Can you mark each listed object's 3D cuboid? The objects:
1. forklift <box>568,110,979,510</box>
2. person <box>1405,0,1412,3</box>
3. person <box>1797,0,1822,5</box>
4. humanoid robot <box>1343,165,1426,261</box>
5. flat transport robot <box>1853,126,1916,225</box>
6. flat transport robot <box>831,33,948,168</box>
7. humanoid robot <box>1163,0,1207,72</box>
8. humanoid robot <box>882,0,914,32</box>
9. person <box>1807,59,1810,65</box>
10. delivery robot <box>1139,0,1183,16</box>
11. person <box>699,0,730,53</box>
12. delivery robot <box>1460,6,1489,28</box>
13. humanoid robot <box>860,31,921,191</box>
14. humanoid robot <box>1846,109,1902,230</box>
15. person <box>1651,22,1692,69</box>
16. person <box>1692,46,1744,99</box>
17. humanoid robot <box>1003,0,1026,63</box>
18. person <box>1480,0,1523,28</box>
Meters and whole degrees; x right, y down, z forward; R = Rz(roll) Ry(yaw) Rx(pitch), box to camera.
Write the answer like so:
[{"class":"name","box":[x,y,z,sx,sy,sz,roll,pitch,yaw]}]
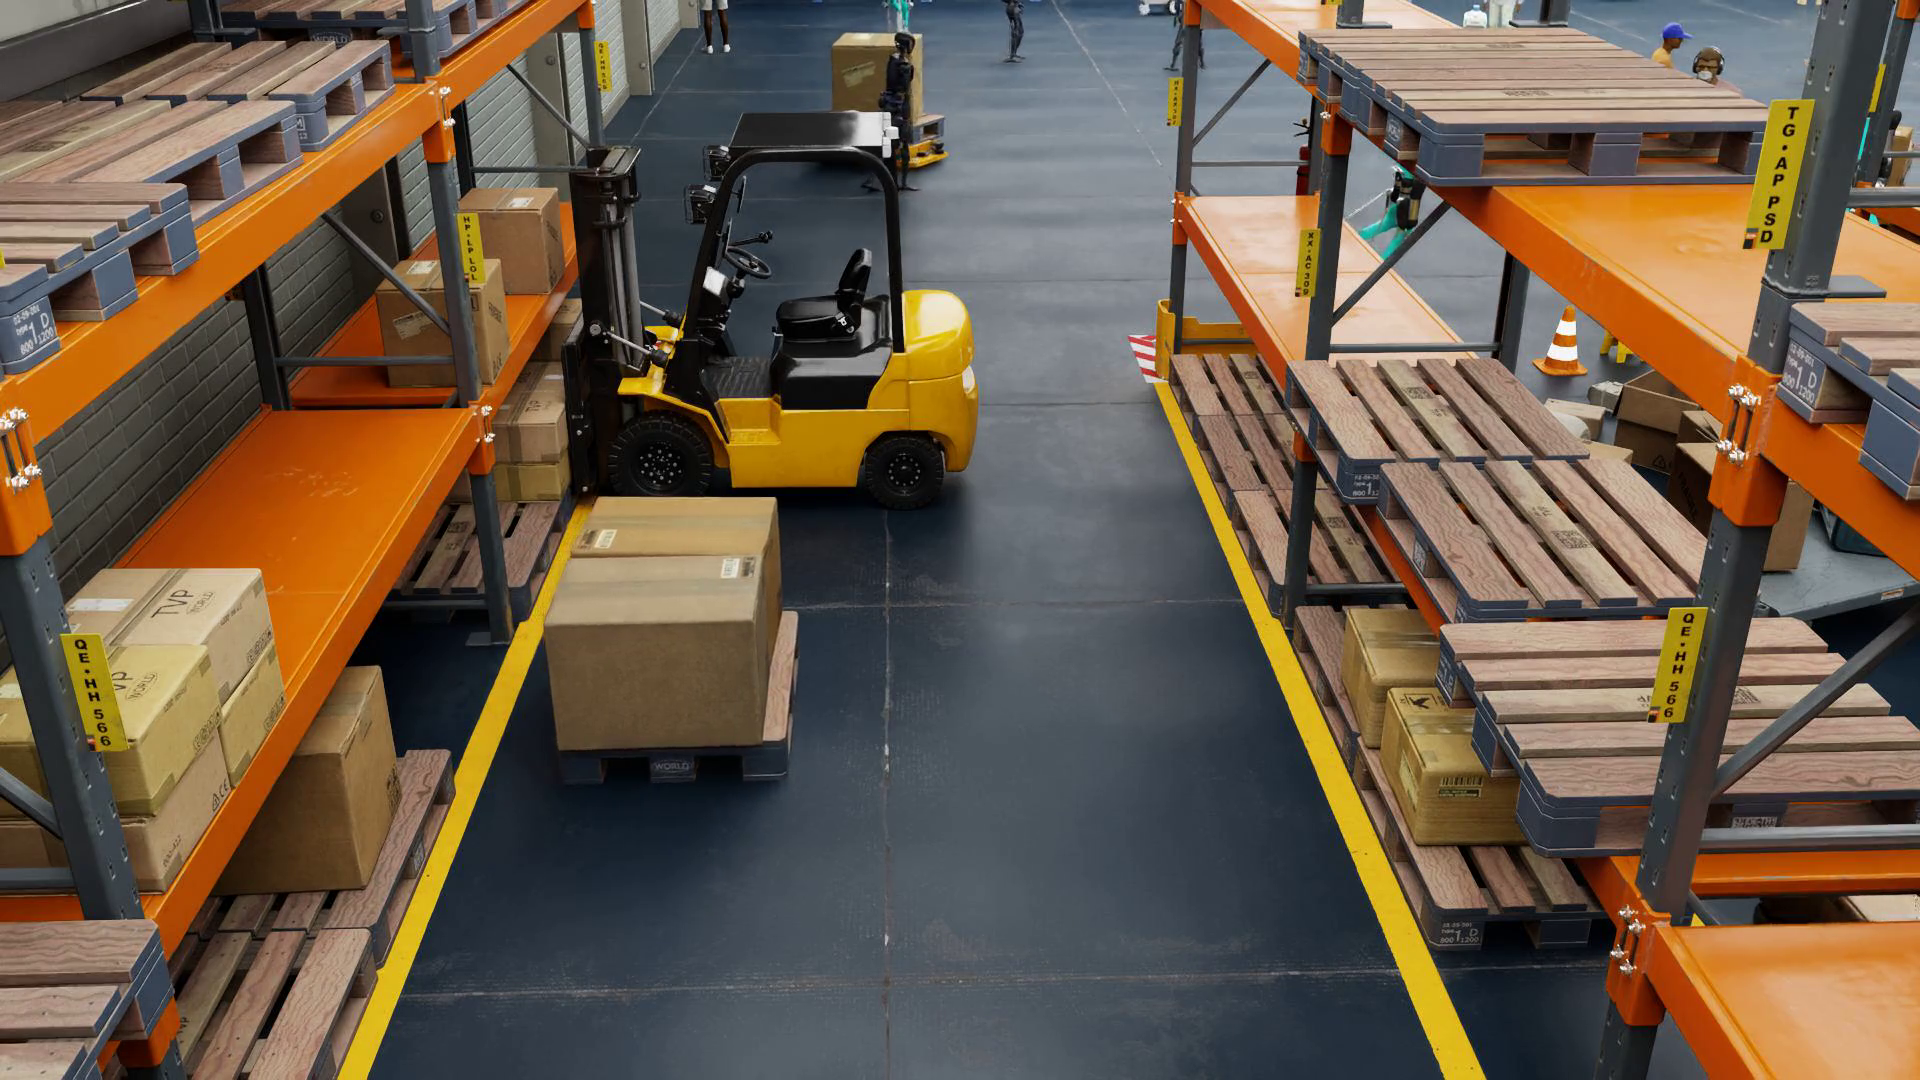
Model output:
[{"class":"forklift","box":[-1.043,-1.379,9.976,2.313,2.155,1.214,-1,25,-2]},{"class":"person","box":[6.656,-8.324,25.084,0.563,1.846,0.397,-6,26,-13]},{"class":"person","box":[15.407,-10.563,29.775,0.533,1.892,0.399,6,26,13]},{"class":"humanoid robot","box":[3.311,-2.538,12.982,0.837,1.803,0.543,-1,25,-2]},{"class":"flat transport robot","box":[8.573,-3.269,16.227,1.431,0.231,0.659,16,30,31]},{"class":"flat transport robot","box":[-0.911,-4.364,18.546,1.431,0.231,0.659,15,29,28]},{"class":"humanoid robot","box":[3.254,-7.413,23.402,0.736,1.635,0.592,-23,33,-39]},{"class":"humanoid robot","box":[-0.872,-8.051,24.643,0.557,1.768,0.865,6,26,12]},{"class":"person","box":[12.034,-7.120,22.514,0.700,1.866,0.583,7,26,15]},{"class":"delivery robot","box":[3.515,-9.410,28.918,0.807,0.613,0.499,0,25,-1]},{"class":"person","box":[-3.724,-8.291,24.953,0.542,1.899,0.376,-9,27,-18]},{"class":"delivery robot","box":[8.035,-8.021,25.969,0.499,0.607,0.808,7,26,14]},{"class":"humanoid robot","box":[-0.695,-4.326,16.881,0.644,1.647,0.639,-7,26,-14]},{"class":"humanoid robot","box":[7.147,-2.690,13.121,0.533,1.680,0.735,-1,25,-2]},{"class":"person","box":[7.065,-4.355,16.839,0.388,1.711,0.448,8,26,17]},{"class":"person","box":[6.247,-3.223,14.194,0.621,1.932,0.371,13,28,25]},{"class":"humanoid robot","box":[0.809,-7.802,24.164,0.381,1.649,0.587,1,25,2]},{"class":"person","box":[7.900,-7.872,24.246,0.578,1.737,0.373,14,29,28]}]
